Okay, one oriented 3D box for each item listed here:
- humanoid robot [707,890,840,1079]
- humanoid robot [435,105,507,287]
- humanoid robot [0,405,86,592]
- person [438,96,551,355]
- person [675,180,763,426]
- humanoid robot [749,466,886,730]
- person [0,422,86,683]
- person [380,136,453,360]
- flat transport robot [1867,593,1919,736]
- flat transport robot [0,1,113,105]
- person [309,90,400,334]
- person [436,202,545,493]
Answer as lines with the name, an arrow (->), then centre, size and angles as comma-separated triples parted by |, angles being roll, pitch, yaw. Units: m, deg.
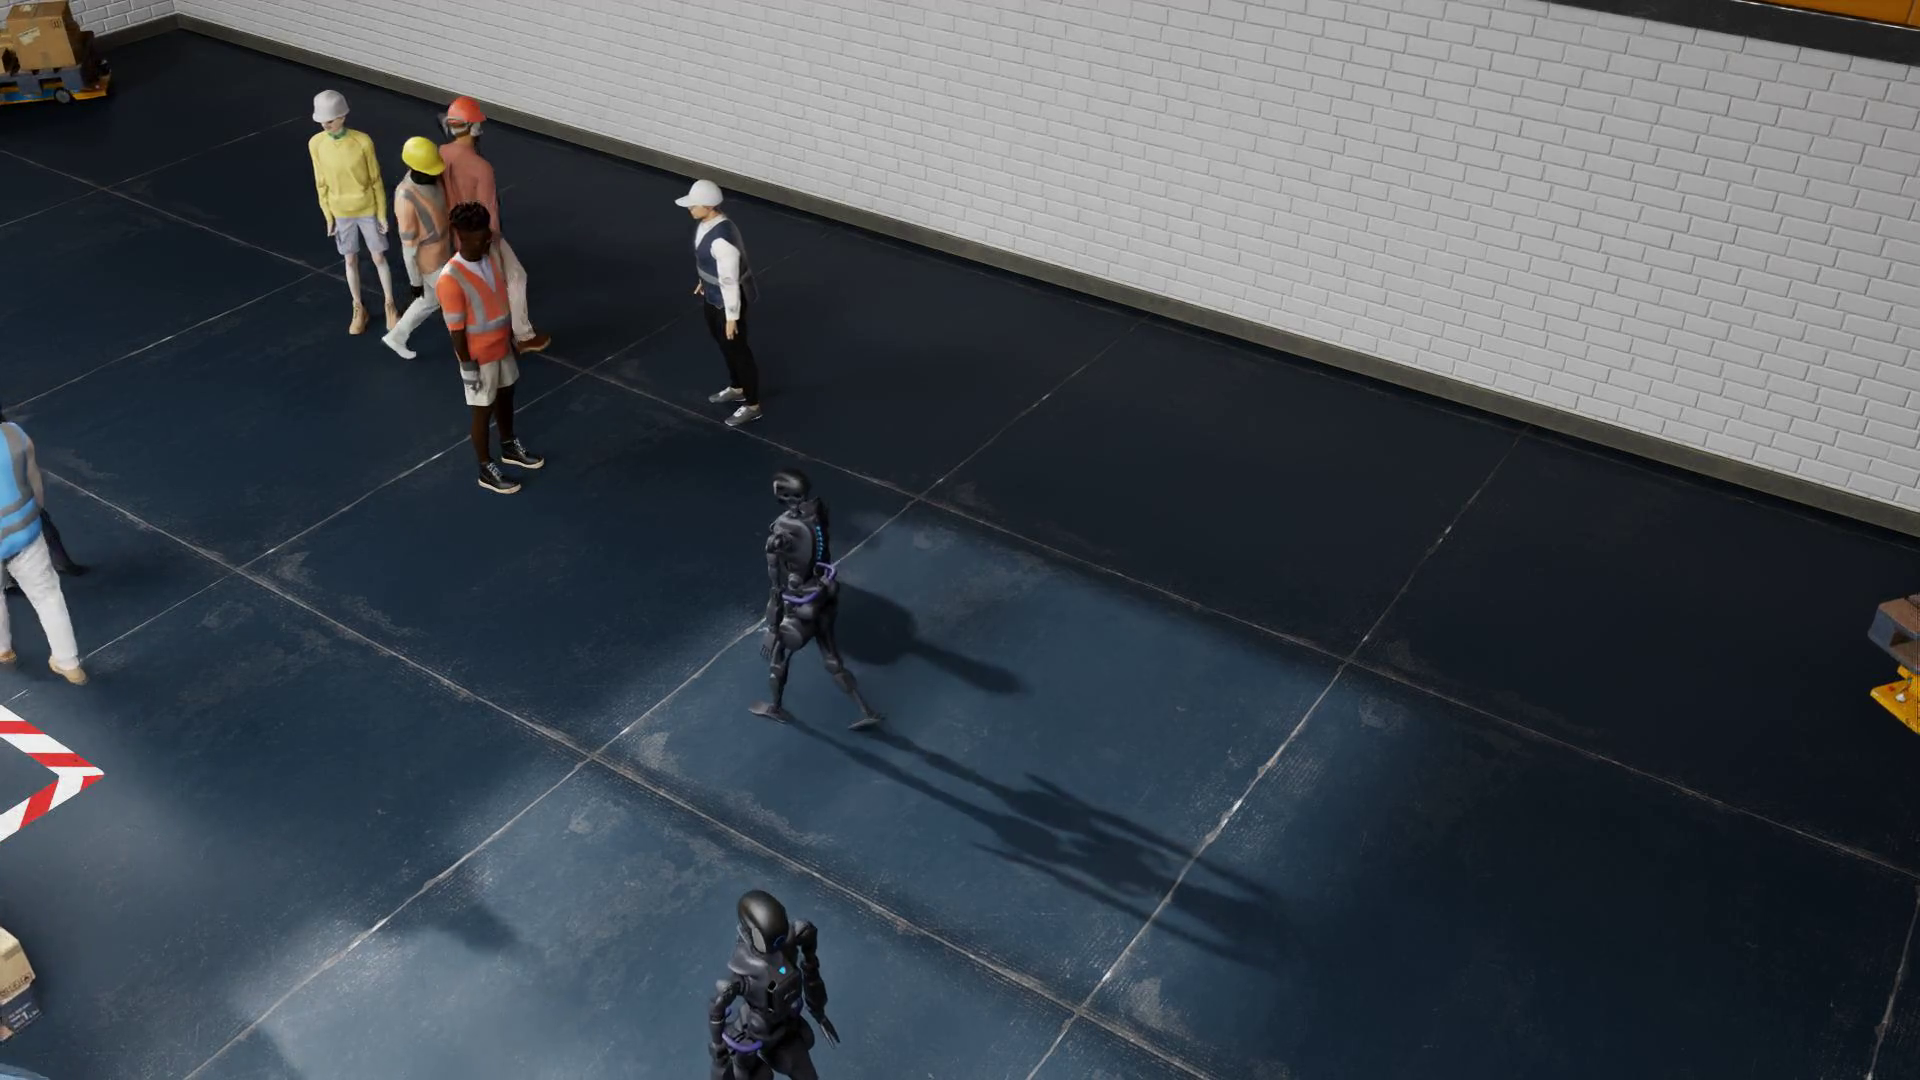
humanoid robot -> -0.688, 1.937, 6.273 | 0.573, 1.640, 0.616 | 26, 42, 32
humanoid robot -> -3.633, -2.513, 12.637 | 0.421, 1.637, 0.591 | -23, 41, -29
humanoid robot -> -5.597, -0.425, 9.650 | 0.492, 1.636, 0.608 | -4, 35, -6
person -> -3.402, -2.226, 11.971 | 0.618, 1.955, 0.727 | 22, 40, 28
person -> -1.622, -1.628, 11.306 | 0.477, 1.747, 0.763 | -15, 38, -20
humanoid robot -> -0.781, 0.336, 8.600 | 0.770, 1.639, 0.611 | 16, 38, 22
person -> -5.252, -0.056, 8.997 | 0.828, 1.811, 0.637 | 26, 42, 32
person -> -3.793, -1.995, 11.717 | 0.860, 1.867, 0.609 | 1, 35, 1
flat transport robot -> 5.790, 0.840, 9.063 | 1.431, 0.231, 0.659 | -11, 37, -16
flat transport robot -> -9.401, -4.602, 16.839 | 1.431, 0.231, 0.659 | -10, 36, -14
person -> -4.484, -2.433, 12.333 | 0.471, 1.886, 0.406 | -5, 35, -7
person -> -3.000, -1.229, 10.552 | 0.374, 1.958, 0.607 | 10, 36, 14
